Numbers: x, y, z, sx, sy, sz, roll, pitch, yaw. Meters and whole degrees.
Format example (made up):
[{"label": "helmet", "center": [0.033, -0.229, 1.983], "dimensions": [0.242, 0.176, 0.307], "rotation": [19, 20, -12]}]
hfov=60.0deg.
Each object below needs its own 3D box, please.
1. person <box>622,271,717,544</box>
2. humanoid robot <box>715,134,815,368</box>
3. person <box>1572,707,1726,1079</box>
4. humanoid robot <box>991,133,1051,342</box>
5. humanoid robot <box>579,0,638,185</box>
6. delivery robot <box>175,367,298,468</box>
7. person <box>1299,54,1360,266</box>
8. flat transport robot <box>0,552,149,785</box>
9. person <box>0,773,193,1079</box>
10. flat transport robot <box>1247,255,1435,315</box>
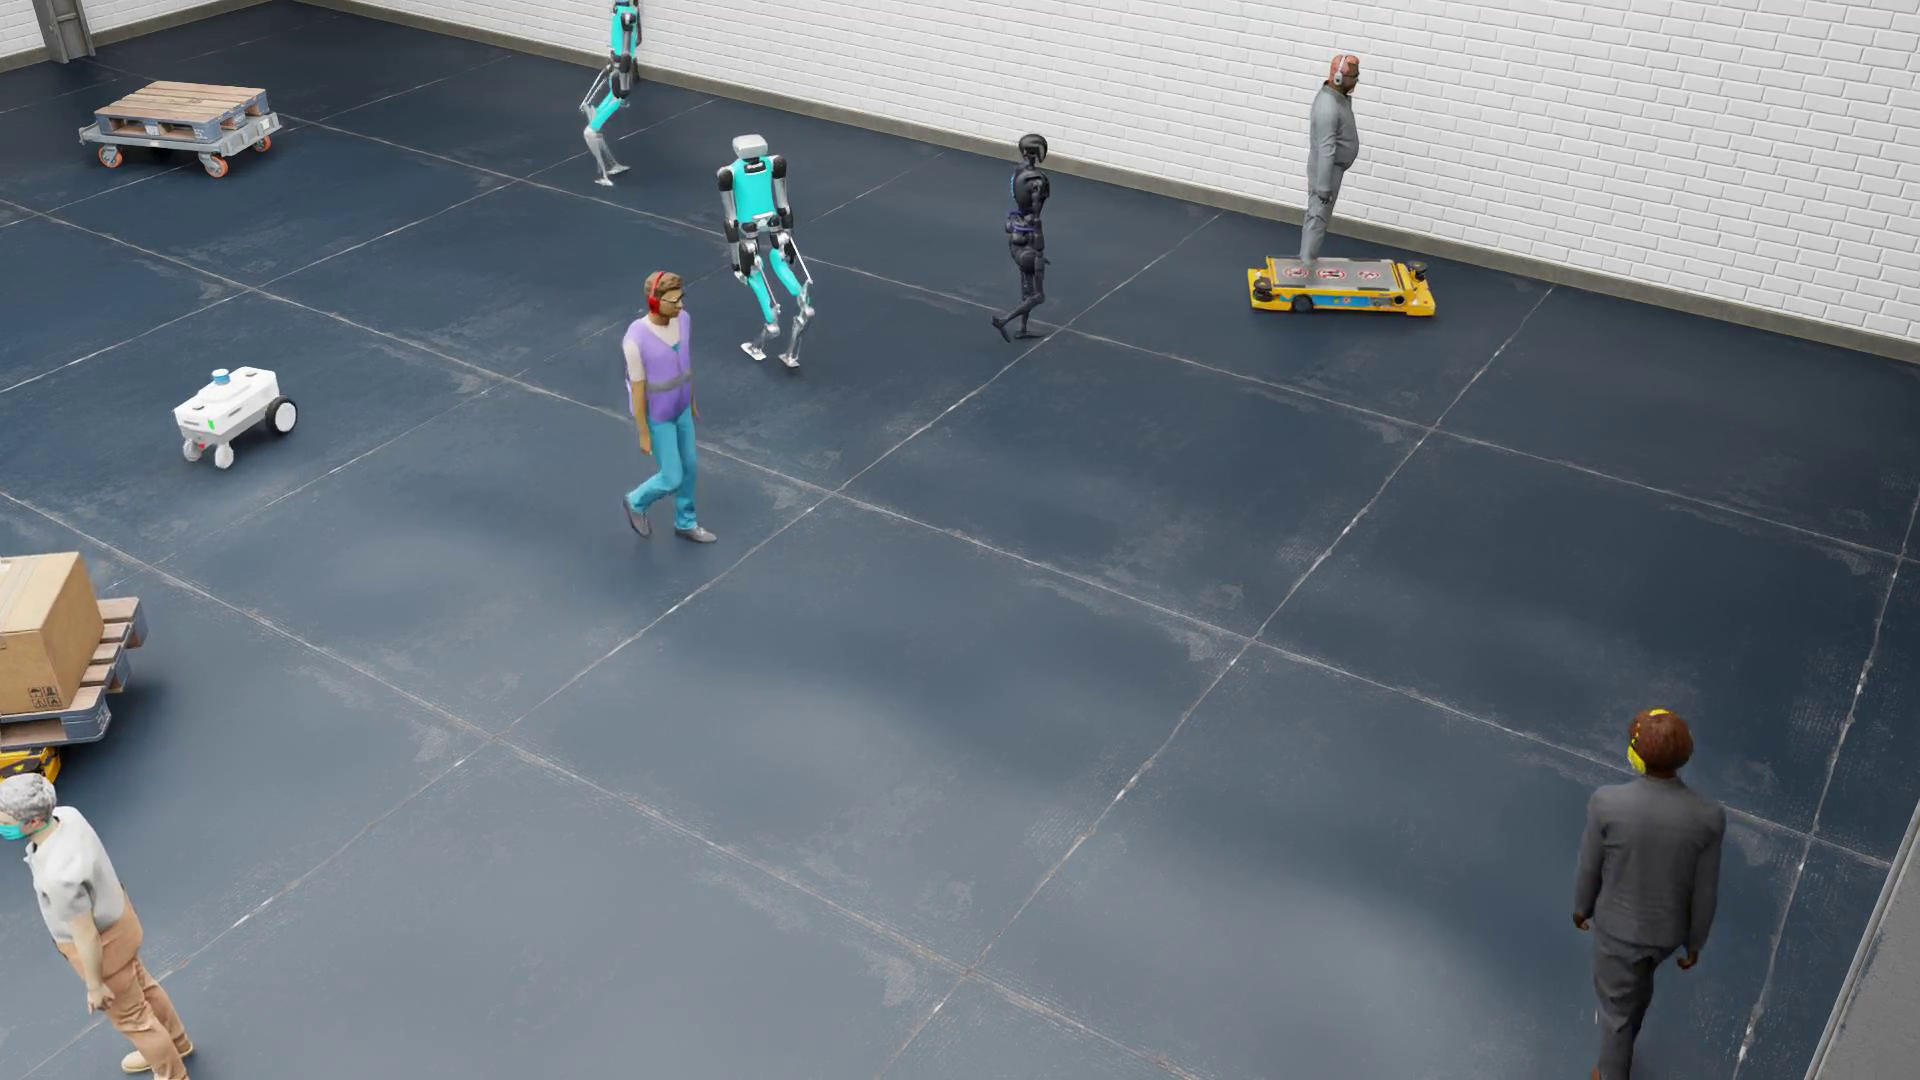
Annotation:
[{"label": "person", "center": [-1.791, -0.769, 10.008], "dimensions": [0.487, 1.826, 0.589], "rotation": [16, 36, 23]}, {"label": "humanoid robot", "center": [-1.352, -1.984, 11.999], "dimensions": [0.544, 1.779, 0.877], "rotation": [-19, 37, -26]}, {"label": "person", "center": [2.638, 1.455, 6.550], "dimensions": [0.502, 1.828, 0.723], "rotation": [3, 33, 5]}, {"label": "humanoid robot", "center": [0.444, -2.247, 12.458], "dimensions": [0.475, 1.647, 0.600], "rotation": [-6, 33, -10]}, {"label": "humanoid robot", "center": [-3.330, -4.194, 15.436], "dimensions": [0.825, 1.780, 0.587], "rotation": [-9, 34, -14]}, {"label": "delivery robot", "center": [-4.976, -0.888, 11.381], "dimensions": [0.499, 0.603, 0.794], "rotation": [11, 34, 17]}, {"label": "person", "center": [2.962, -2.937, 13.315], "dimensions": [0.406, 1.904, 0.650], "rotation": [7, 33, 11]}, {"label": "flat transport robot", "center": [-5.033, 0.899, 8.857], "dimensions": [0.659, 0.231, 1.431], "rotation": [-5, 33, -8]}, {"label": "person", "center": [-3.356, 1.570, 6.464], "dimensions": [0.335, 1.735, 0.490], "rotation": [-15, 36, -21]}, {"label": "flat transport robot", "center": [3.071, -2.055, 13.453], "dimensions": [1.431, 0.231, 0.659], "rotation": [3, 33, 4]}]
